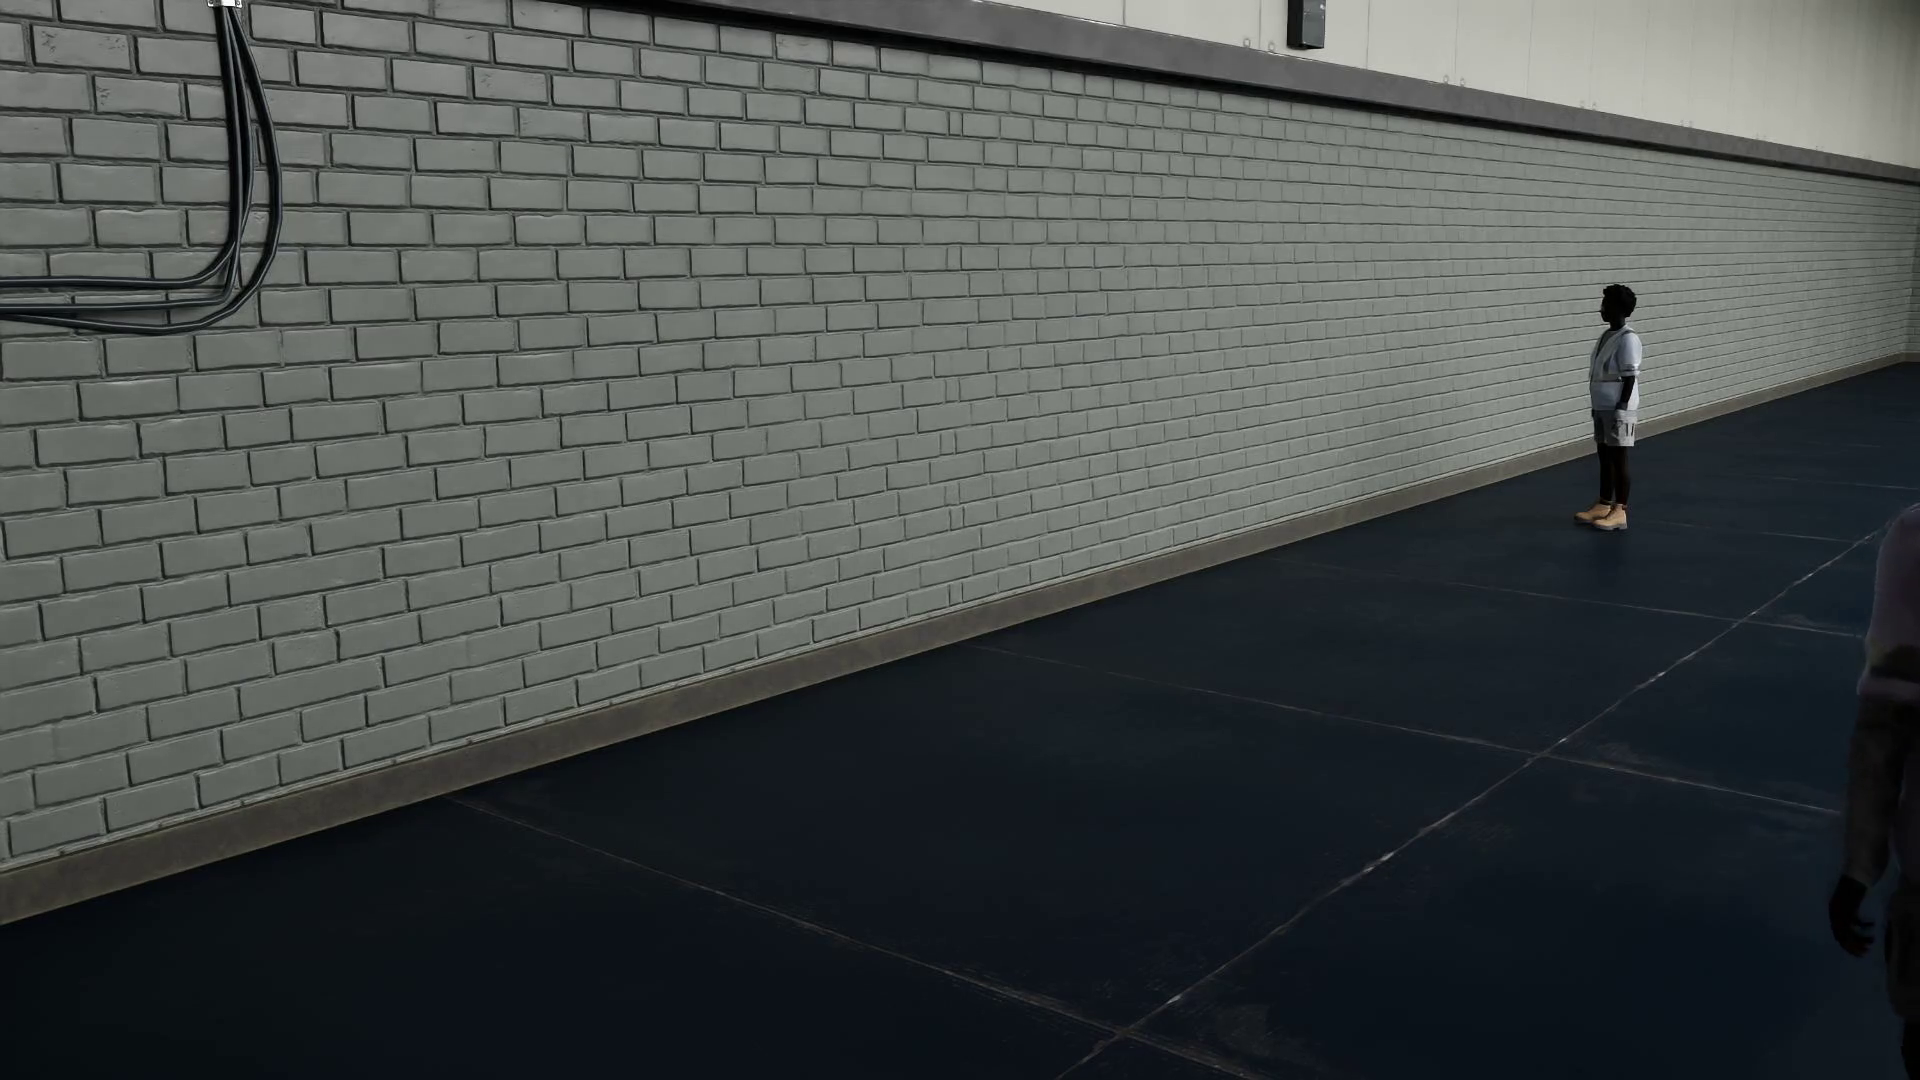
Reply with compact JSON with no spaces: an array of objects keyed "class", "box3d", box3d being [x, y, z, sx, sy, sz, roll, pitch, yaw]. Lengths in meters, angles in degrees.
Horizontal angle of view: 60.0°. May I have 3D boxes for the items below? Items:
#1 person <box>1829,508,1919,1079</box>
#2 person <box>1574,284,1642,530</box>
[{"class":"person","box3d":[1.880,0.535,2.945,0.546,1.905,0.935,7,12,34]},{"class":"person","box3d":[4.547,-0.927,11.603,0.319,1.697,0.533,0,10,1]}]
